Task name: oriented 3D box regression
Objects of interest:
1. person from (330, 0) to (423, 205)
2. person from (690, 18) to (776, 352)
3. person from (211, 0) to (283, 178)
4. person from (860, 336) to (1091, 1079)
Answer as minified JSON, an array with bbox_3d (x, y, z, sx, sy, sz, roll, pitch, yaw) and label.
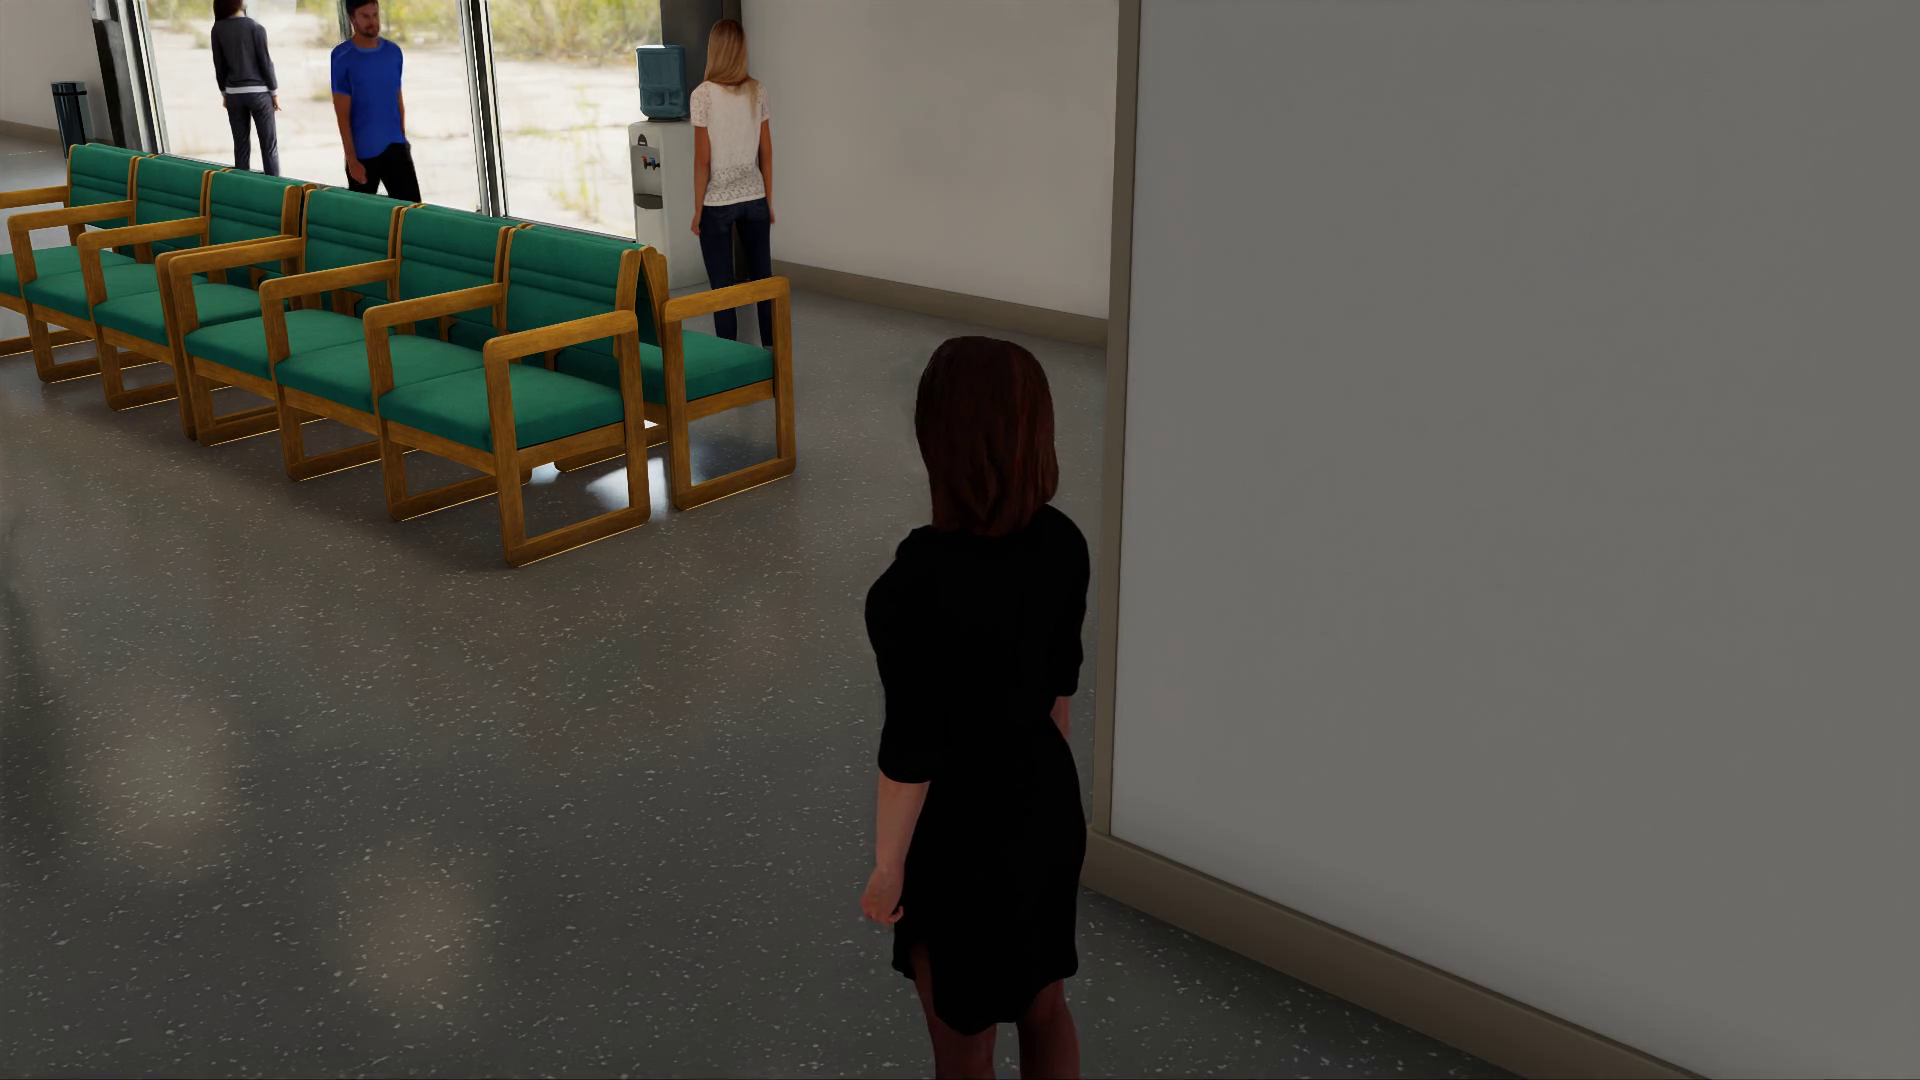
[{"bbox_3d":[-3.542,-2.306,9.984,1.189,1.806,0.800,-18,27,-39],"label":"person"},{"bbox_3d":[-1.106,-1.627,8.188,0.523,1.809,0.713,-14,25,-32],"label":"person"},{"bbox_3d":[-5.730,-3.577,13.393,0.687,1.769,0.728,0,21,-1],"label":"person"},{"bbox_3d":[0.048,0.498,2.721,0.463,1.706,0.666,-19,28,-41],"label":"person"}]
